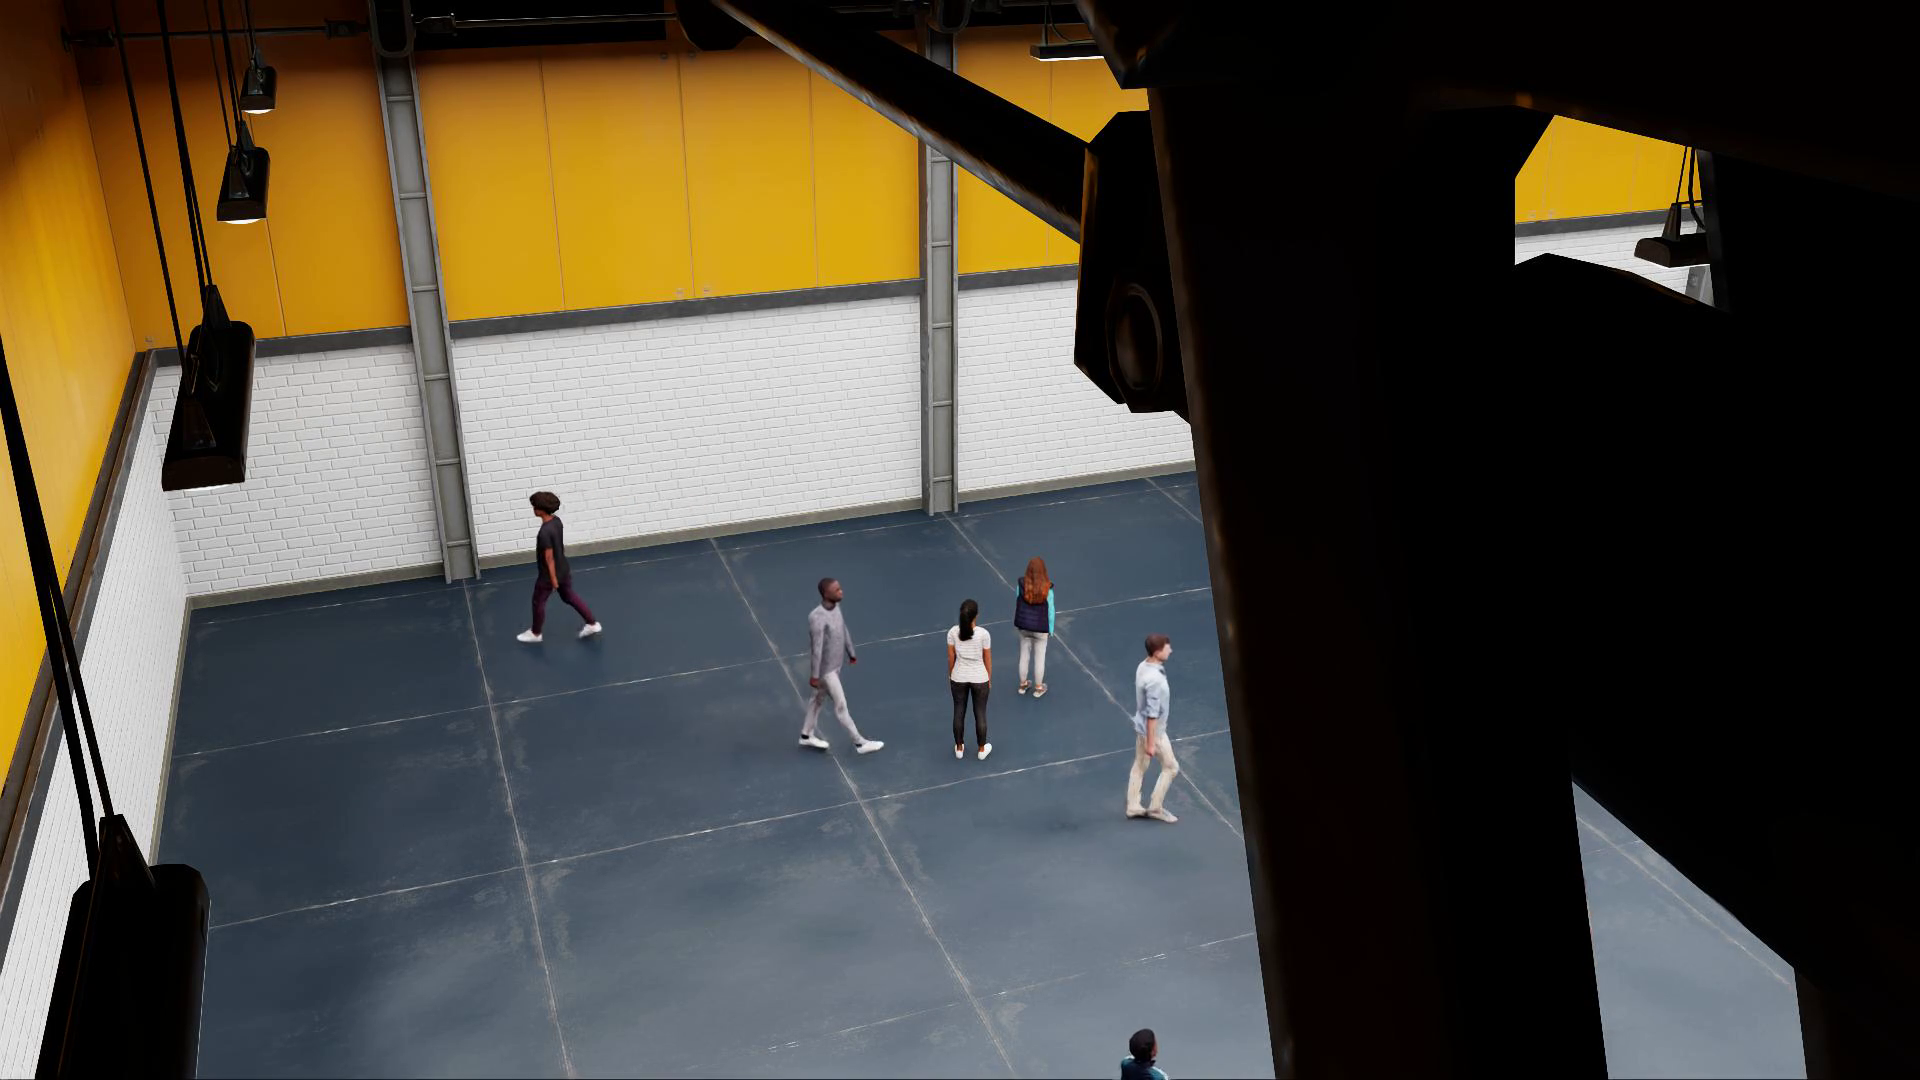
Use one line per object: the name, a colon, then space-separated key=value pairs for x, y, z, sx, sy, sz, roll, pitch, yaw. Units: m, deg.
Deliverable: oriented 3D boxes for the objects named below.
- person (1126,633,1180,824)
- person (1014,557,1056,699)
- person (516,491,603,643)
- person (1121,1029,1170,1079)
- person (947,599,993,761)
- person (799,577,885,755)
person: x=1.588 y=1.659 z=14.600 sx=0.781 sy=1.836 sz=0.765 roll=-1 pitch=24 yaw=-2
person: x=0.741 y=0.872 z=16.824 sx=0.669 sy=1.498 sz=0.734 roll=9 pitch=25 yaw=20
person: x=-4.276 y=0.299 z=17.809 sx=1.207 sy=1.757 sz=0.948 roll=2 pitch=24 yaw=5
person: x=1.149 y=3.700 z=10.672 sx=0.901 sy=1.243 sz=0.700 roll=-22 pitch=32 yaw=-40
person: x=0.093 y=1.303 z=15.651 sx=0.614 sy=1.646 sz=0.714 roll=4 pitch=24 yaw=9
person: x=-1.336 y=1.194 z=15.708 sx=1.244 sy=1.801 sz=1.090 roll=5 pitch=24 yaw=12
